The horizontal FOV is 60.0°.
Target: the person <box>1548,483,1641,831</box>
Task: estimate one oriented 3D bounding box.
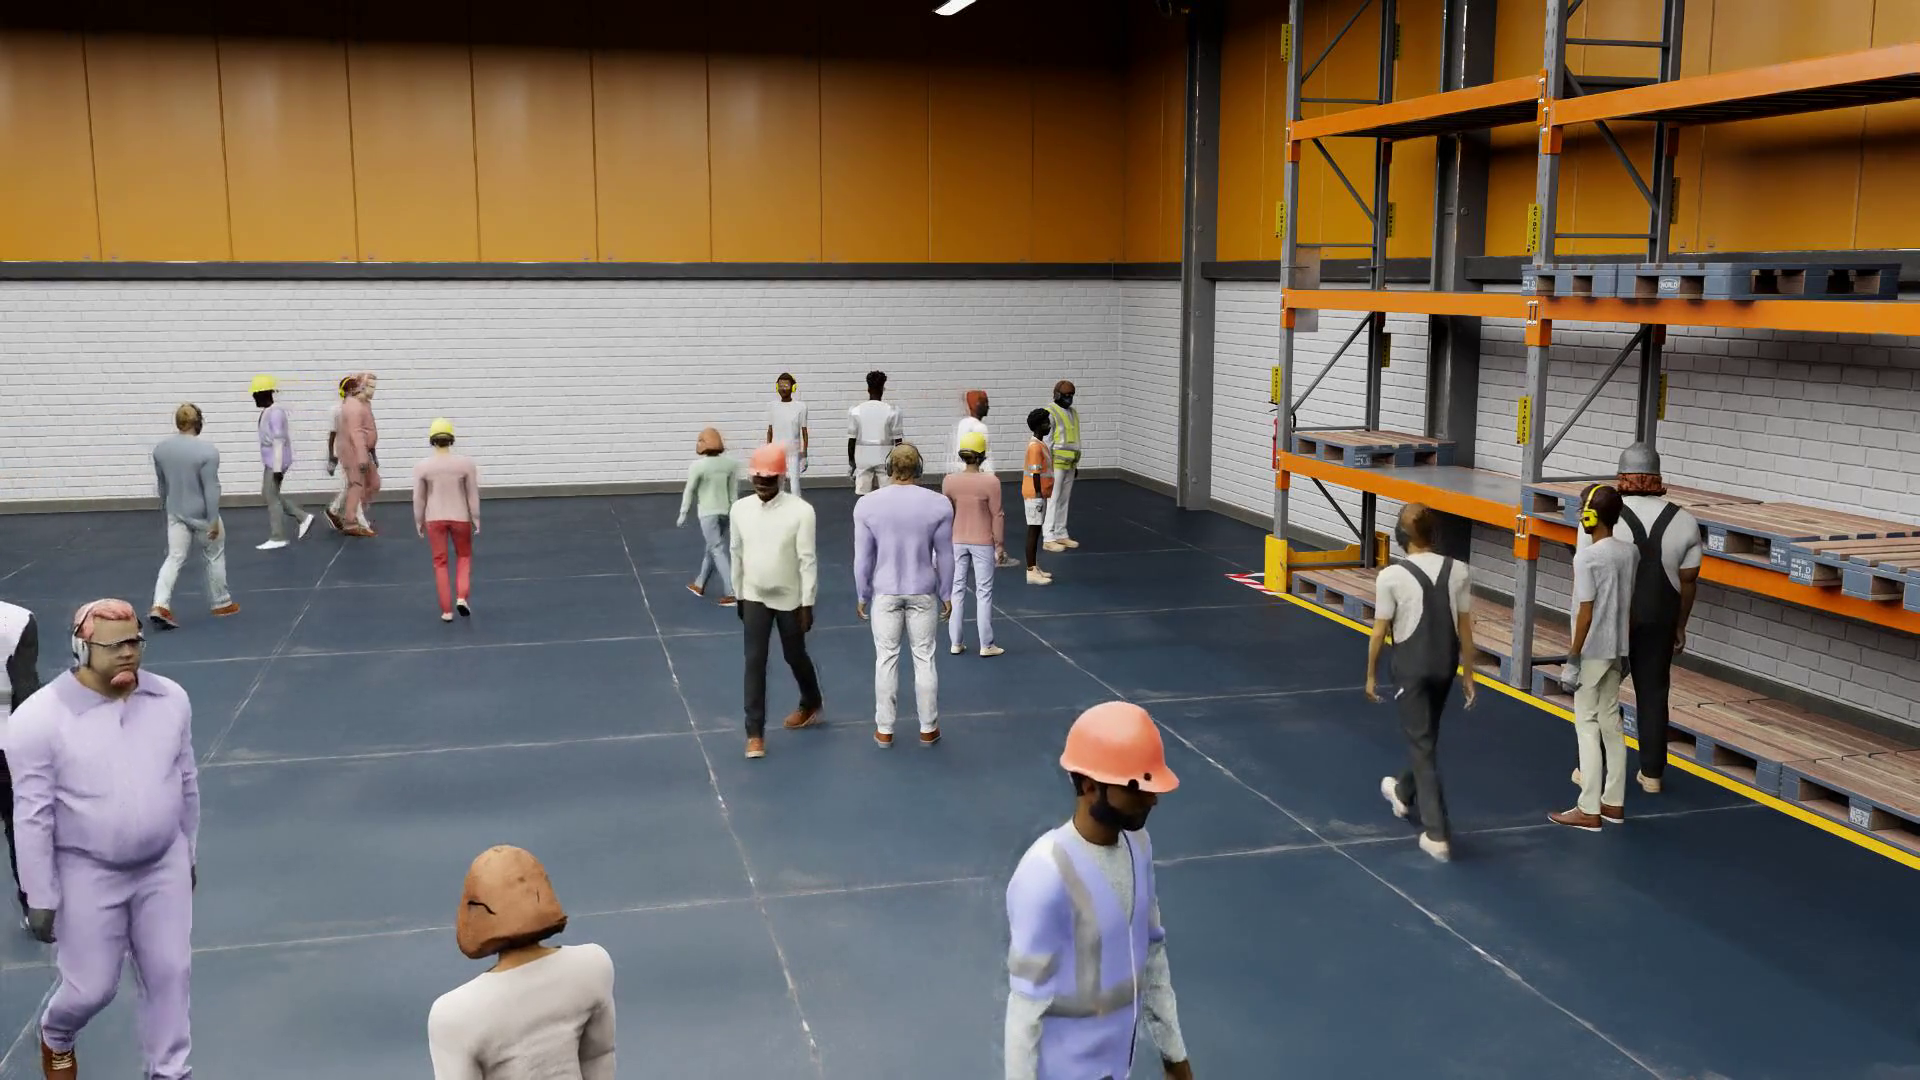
[{"bbox_3d":[3.421,0.630,8.941,0.535,1.864,0.309,-6,11,-34],"label":"person"}]

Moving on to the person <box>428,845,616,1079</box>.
[{"bbox_3d":[-1.050,1.531,4.033,0.280,1.633,0.498,8,12,42],"label":"person"}]

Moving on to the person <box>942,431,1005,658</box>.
[{"bbox_3d":[0.107,0.035,12.949,0.525,1.772,0.309,4,10,24],"label":"person"}]

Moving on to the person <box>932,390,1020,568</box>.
[{"bbox_3d":[0.123,-0.589,16.694,1.007,1.837,0.586,-3,10,-19],"label":"person"}]

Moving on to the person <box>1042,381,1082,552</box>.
[{"bbox_3d":[1.098,-0.803,17.981,0.429,1.837,0.623,6,11,34],"label":"person"}]

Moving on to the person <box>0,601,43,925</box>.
[{"bbox_3d":[-4.310,0.895,7.257,0.596,1.887,0.956,-1,9,-9],"label":"person"}]

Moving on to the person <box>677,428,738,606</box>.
[{"bbox_3d":[-2.267,-0.216,15.074,0.849,1.584,0.514,8,12,40],"label":"person"}]

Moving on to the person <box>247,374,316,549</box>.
[{"bbox_3d":[-7.401,-0.853,18.075,0.567,1.907,0.617,-6,11,-31],"label":"person"}]

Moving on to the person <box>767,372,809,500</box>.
[{"bbox_3d":[-1.959,-0.955,18.798,0.520,1.877,0.328,2,9,15],"label":"person"}]

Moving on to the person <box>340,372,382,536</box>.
[{"bbox_3d":[-6.811,-0.964,18.862,0.483,1.867,0.673,-2,9,-11],"label":"person"}]

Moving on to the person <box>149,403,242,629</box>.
[{"bbox_3d":[-6.559,-0.213,14.103,0.645,1.903,0.975,2,9,12],"label":"person"}]

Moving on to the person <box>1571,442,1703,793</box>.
[{"bbox_3d":[3.857,0.435,9.606,0.679,2.000,0.535,1,9,4],"label":"person"}]

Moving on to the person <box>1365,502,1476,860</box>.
[{"bbox_3d":[2.377,0.694,8.743,0.530,1.795,0.953,-2,9,-12],"label":"person"}]

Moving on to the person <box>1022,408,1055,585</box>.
[{"bbox_3d":[0.754,-0.424,16.044,0.318,1.695,0.535,1,9,4],"label":"person"}]

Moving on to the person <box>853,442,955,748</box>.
[{"bbox_3d":[-0.348,0.348,10.466,0.636,1.938,0.358,0,9,-2],"label":"person"}]

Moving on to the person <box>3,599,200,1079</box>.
[{"bbox_3d":[-2.945,1.124,5.776,0.712,1.890,0.654,7,11,37],"label":"person"}]

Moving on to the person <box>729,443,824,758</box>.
[{"bbox_3d":[-1.151,0.334,10.536,0.615,1.958,0.909,2,9,13],"label":"person"}]

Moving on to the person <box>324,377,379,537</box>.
[{"bbox_3d":[-7.009,-0.960,18.985,0.834,1.830,0.586,5,10,27],"label":"person"}]

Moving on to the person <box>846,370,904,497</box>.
[{"bbox_3d":[-0.894,-0.822,17.680,0.613,1.963,0.362,1,9,4],"label":"person"}]

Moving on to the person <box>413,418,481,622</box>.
[{"bbox_3d":[-4.396,-0.171,14.254,0.550,1.751,0.368,-3,10,-18],"label":"person"}]

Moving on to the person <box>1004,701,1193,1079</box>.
[{"bbox_3d":[0.429,1.354,4.257,0.787,1.908,0.564,6,11,32],"label":"person"}]
